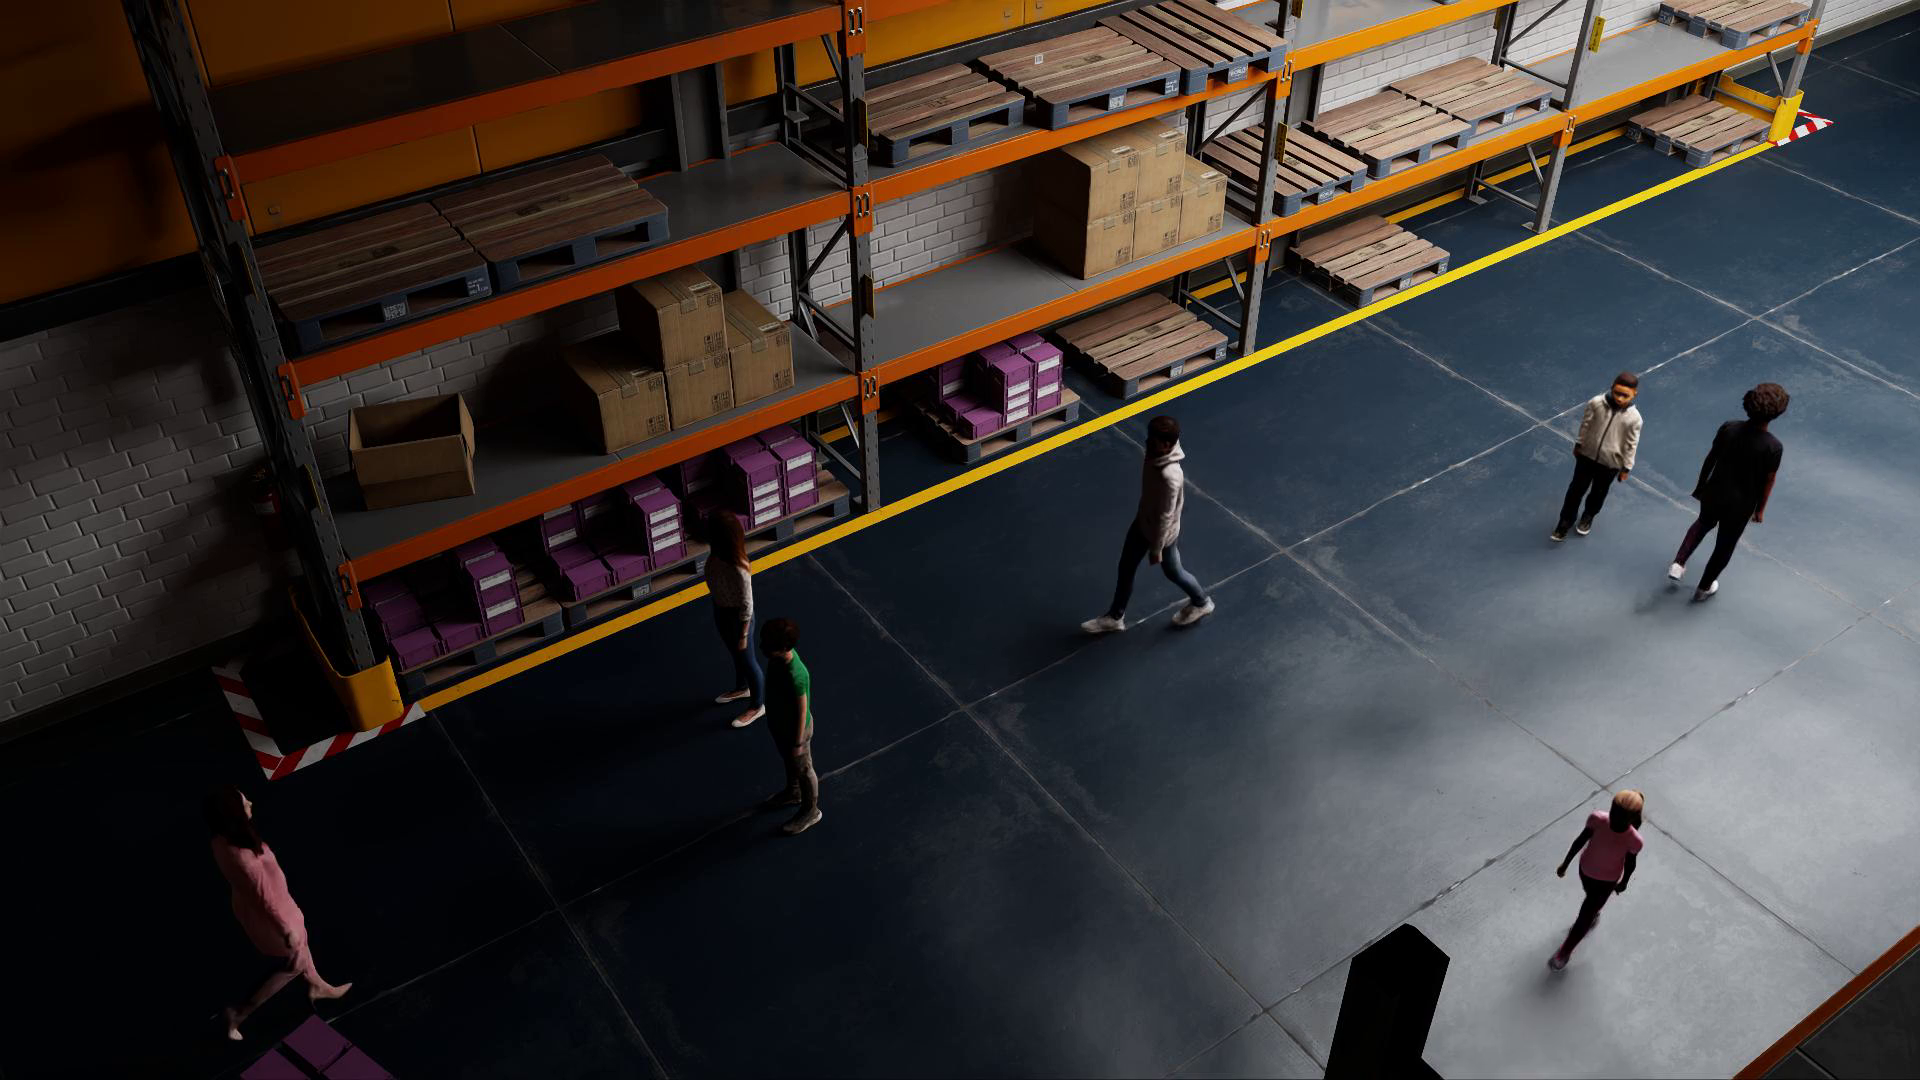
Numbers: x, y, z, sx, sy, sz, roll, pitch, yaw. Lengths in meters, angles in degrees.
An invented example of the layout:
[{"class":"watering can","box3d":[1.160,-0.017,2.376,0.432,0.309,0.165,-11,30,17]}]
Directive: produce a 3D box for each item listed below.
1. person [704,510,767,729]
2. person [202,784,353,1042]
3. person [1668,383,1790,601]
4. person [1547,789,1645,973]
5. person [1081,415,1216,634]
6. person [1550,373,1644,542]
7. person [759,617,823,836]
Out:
[{"class":"person","box3d":[-1.468,0.486,10.881,0.535,1.727,0.597,-18,42,-21]},{"class":"person","box3d":[-3.776,2.040,8.889,0.958,1.784,0.638,-27,46,-29]},{"class":"person","box3d":[5.442,-0.305,11.836,0.711,1.772,0.646,-26,45,-28]},{"class":"person","box3d":[3.699,1.857,9.552,0.899,1.244,0.572,-30,47,-32]},{"class":"person","box3d":[1.458,-0.068,11.506,1.309,1.812,0.966,-9,40,-12]},{"class":"person","box3d":[4.867,-0.676,12.565,0.773,1.441,0.870,22,43,25]},{"class":"person","box3d":[-1.032,1.105,10.166,0.557,1.651,0.602,-18,42,-21]}]
